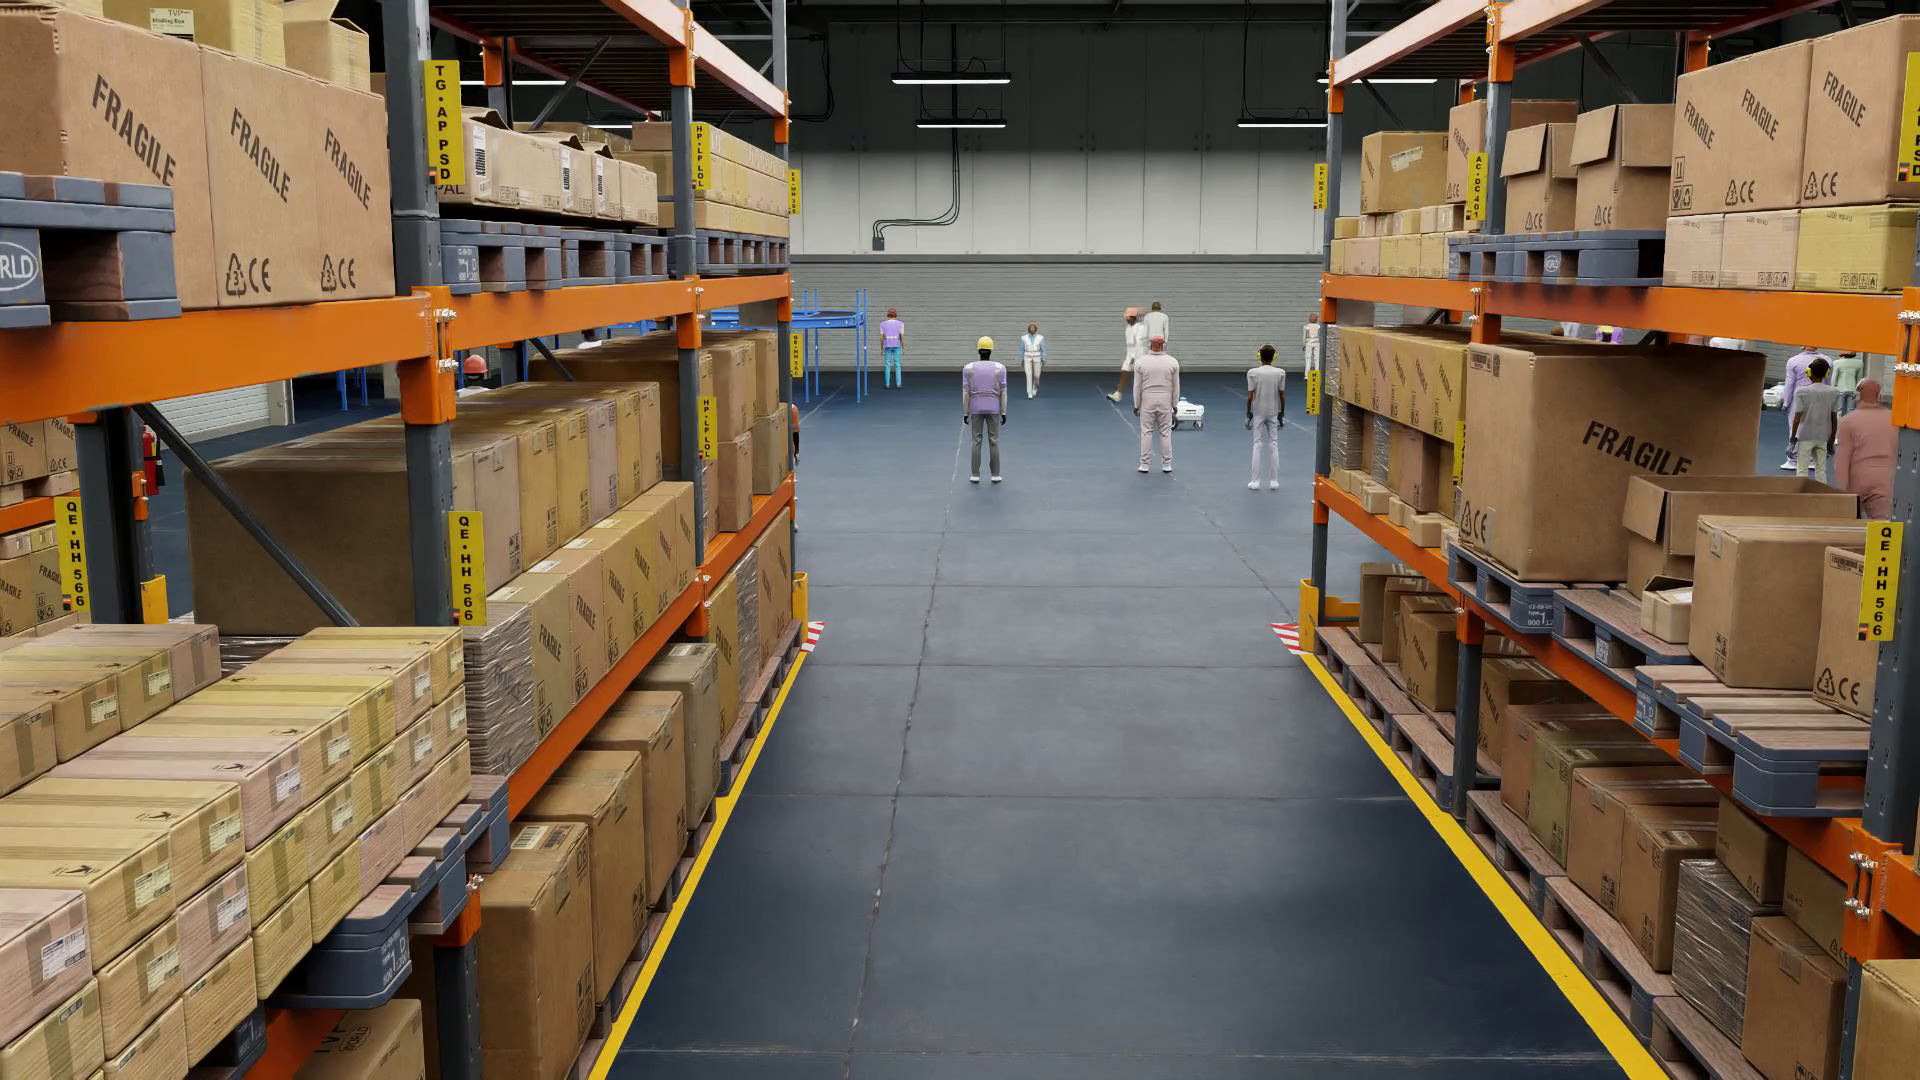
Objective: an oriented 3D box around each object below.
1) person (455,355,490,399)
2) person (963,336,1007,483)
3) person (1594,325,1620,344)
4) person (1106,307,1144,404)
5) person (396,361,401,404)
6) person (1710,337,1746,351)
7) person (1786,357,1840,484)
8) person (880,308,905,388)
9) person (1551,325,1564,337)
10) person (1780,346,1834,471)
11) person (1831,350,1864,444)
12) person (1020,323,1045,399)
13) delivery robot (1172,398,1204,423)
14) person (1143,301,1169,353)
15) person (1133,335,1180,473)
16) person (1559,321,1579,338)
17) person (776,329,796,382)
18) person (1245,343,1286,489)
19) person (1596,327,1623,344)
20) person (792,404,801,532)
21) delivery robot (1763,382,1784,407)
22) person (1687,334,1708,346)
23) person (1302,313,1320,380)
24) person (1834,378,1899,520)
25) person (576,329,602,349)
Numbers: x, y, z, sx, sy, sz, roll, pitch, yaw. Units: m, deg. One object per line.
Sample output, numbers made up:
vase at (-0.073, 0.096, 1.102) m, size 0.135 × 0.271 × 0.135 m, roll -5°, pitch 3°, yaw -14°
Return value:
person at (-5.030, -0.963, 17.408) m, size 0.547 × 1.942 × 0.351 m, roll 0°, pitch 9°, yaw 1°
person at (0.328, -1.722, 21.998) m, size 0.589 × 1.927 × 0.368 m, roll 0°, pitch 9°, yaw 1°
person at (10.945, -2.771, 28.321) m, size 0.599 × 1.913 × 0.618 m, roll 1°, pitch 10°, yaw 5°
person at (3.544, -3.798, 34.311) m, size 1.094 × 1.974 × 0.613 m, roll -6°, pitch 11°, yaw -32°
person at (-6.335, -1.214, 19.299) m, size 0.552 × 1.816 × 0.977 m, roll 6°, pitch 11°, yaw 33°
person at (13.489, -2.948, 29.308) m, size 0.647 × 1.950 × 0.385 m, roll 1°, pitch 10°, yaw 8°
person at (9.383, -1.079, 18.323) m, size 0.520 × 1.871 × 0.326 m, roll 0°, pitch 9°, yaw 1°
person at (-1.564, -4.438, 38.500) m, size 0.566 × 1.849 × 0.386 m, roll 0°, pitch 9°, yaw 1°
person at (10.044, -2.695, 28.085) m, size 0.626 × 1.844 × 0.429 m, roll 0°, pitch 9°, yaw 1°
person at (11.833, -1.926, 23.287) m, size 0.644 × 1.908 × 0.408 m, roll 0°, pitch 9°, yaw 1°
person at (14.175, -2.351, 26.644) m, size 0.502 × 1.633 × 0.280 m, roll 0°, pitch 9°, yaw 1°
person at (1.557, -3.874, 35.786) m, size 0.525 × 1.619 × 0.578 m, roll 0°, pitch 9°, yaw 0°
delivery robot at (3.901, -2.247, 29.093) m, size 0.707 × 0.478 × 0.477 m, roll 0°, pitch 10°, yaw 1°
person at (4.861, -4.949, 41.296) m, size 0.631 × 1.939 × 0.370 m, roll 0°, pitch 9°, yaw 1°
person at (2.716, -1.886, 23.046) m, size 0.644 × 1.908 × 0.408 m, roll 0°, pitch 9°, yaw 1°
person at (14.432, -4.637, 39.621) m, size 0.980 × 1.869 × 0.665 m, roll -5°, pitch 11°, yaw -28°
person at (-4.245, -4.594, 40.106) m, size 0.665 × 1.613 × 0.552 m, roll 3°, pitch 10°, yaw 16°
person at (3.926, -1.593, 21.397) m, size 0.520 × 1.871 × 0.326 m, roll 0°, pitch 9°, yaw 1°
person at (13.293, -3.756, 34.137) m, size 0.547 × 1.942 × 0.351 m, roll 0°, pitch 9°, yaw 1°
person at (-1.974, -0.923, 17.895) m, size 0.537 × 1.700 × 0.318 m, roll 0°, pitch 9°, yaw 1°
delivery robot at (16.178, -2.869, 32.821) m, size 0.707 × 0.478 × 0.477 m, roll -7°, pitch 12°, yaw -35°
person at (16.526, -4.269, 37.450) m, size 0.768 × 1.874 × 0.429 m, roll -4°, pitch 10°, yaw -21°
person at (8.735, -4.783, 41.195) m, size 0.517 × 1.641 × 0.308 m, roll 0°, pitch 9°, yaw 1°
person at (8.116, -0.523, 15.020) m, size 0.661 × 1.863 × 0.981 m, roll -1°, pitch 9°, yaw -3°
person at (-6.038, -2.633, 27.605) m, size 0.657 × 1.892 × 0.488 m, roll -4°, pitch 10°, yaw -25°
